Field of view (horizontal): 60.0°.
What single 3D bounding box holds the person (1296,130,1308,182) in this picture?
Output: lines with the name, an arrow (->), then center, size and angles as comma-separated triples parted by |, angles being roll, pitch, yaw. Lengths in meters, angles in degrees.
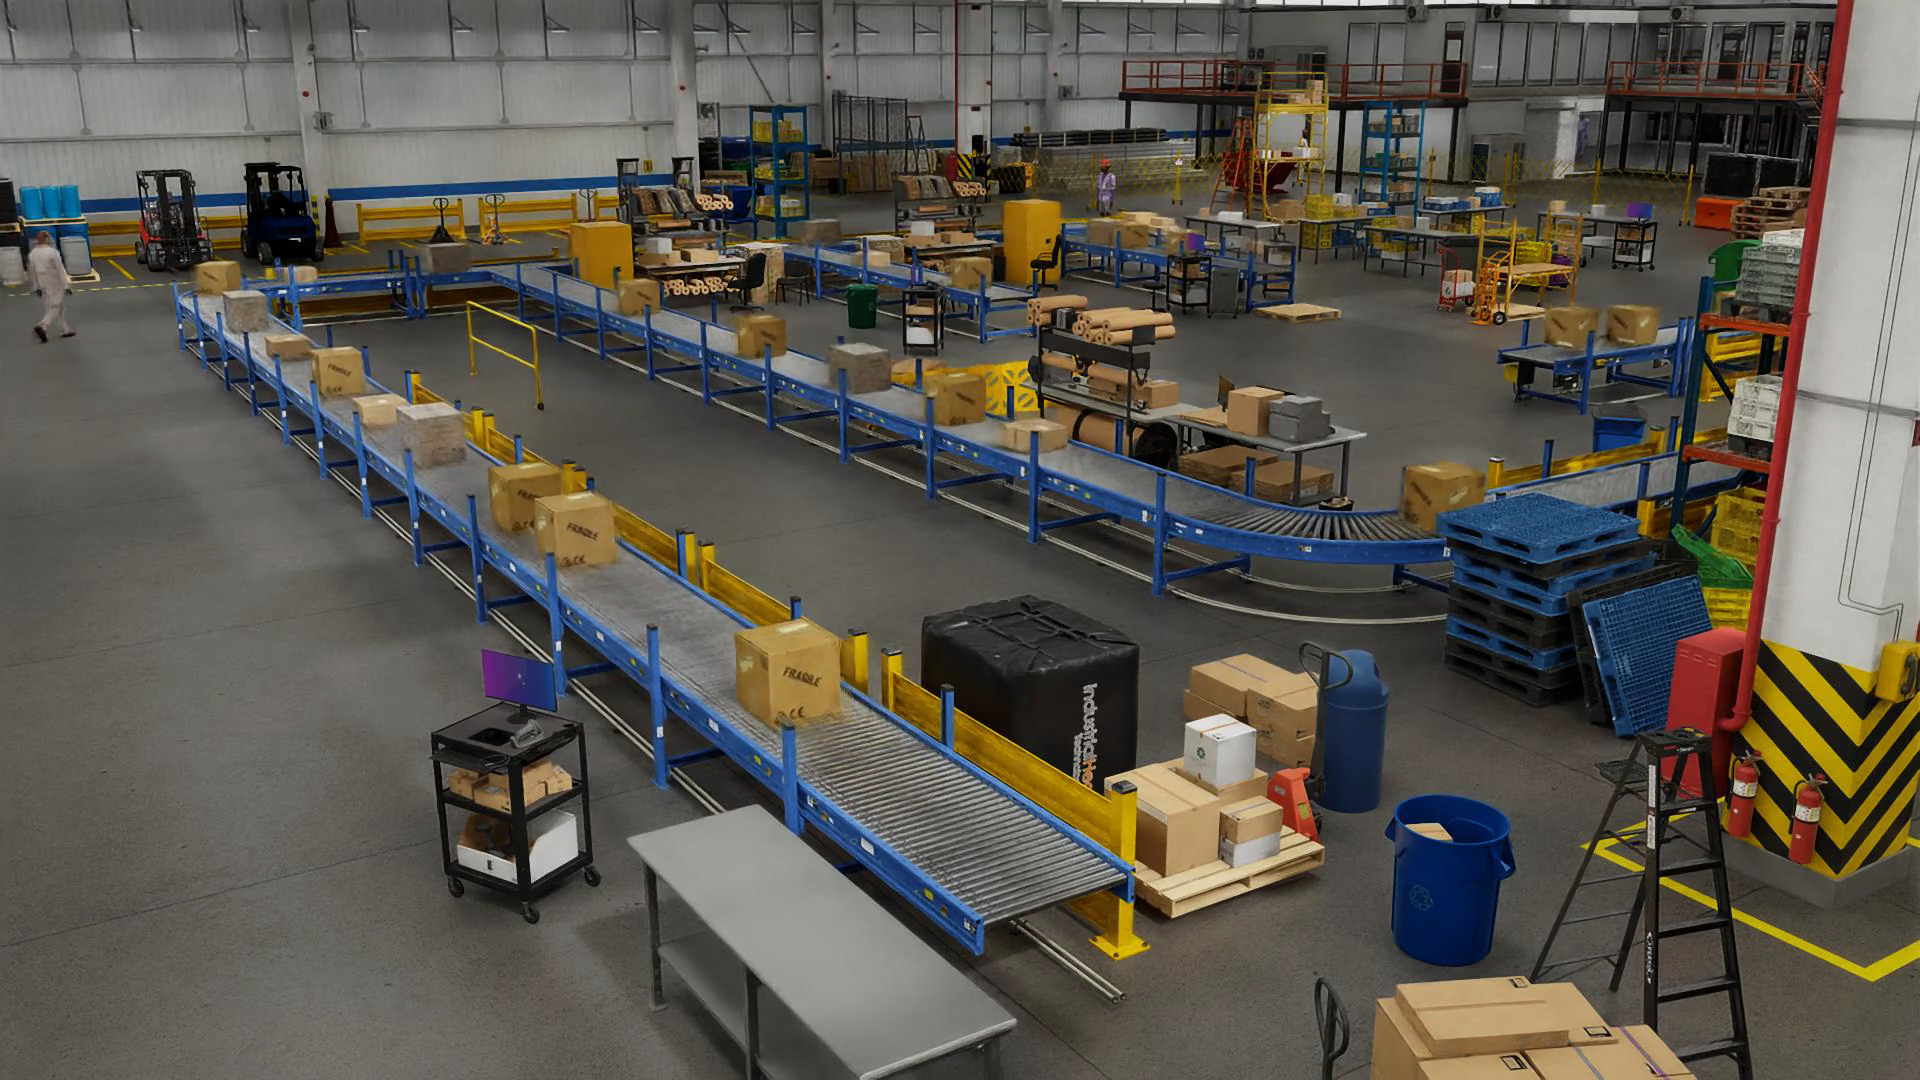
person -> 12.367, -13.844, 60.007 | 0.363, 1.879, 0.579 | 10, 20, 31

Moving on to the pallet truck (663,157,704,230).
pallet truck -> -7.586, -9.308, 44.692 | 0.823, 1.965, 1.885 | -11, 20, -33

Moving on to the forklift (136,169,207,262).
forklift -> -17.842, -7.318, 37.559 | 1.157, 1.987, 2.680 | -10, 20, -31

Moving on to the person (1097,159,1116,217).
person -> 3.726, -8.785, 42.875 | 0.379, 2.041, 0.616 | -12, 20, -34

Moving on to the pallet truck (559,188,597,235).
pallet truck -> -10.010, -8.652, 43.699 | 0.653, 1.274, 1.630 | -10, 20, -31

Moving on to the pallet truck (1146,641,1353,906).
pallet truck -> 1.664, 1.407, 10.232 | 1.630, 1.274, 0.653 | -10, 20, -31

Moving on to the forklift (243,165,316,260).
forklift -> -15.898, -7.669, 38.708 | 1.157, 1.987, 2.680 | -11, 20, -33

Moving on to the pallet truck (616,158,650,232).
pallet truck -> -8.918, -9.176, 44.255 | 0.823, 1.965, 1.885 | -9, 19, -27

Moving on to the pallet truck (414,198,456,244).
pallet truck -> -13.250, -8.060, 41.856 | 0.680, 1.201, 1.601 | -10, 20, -31

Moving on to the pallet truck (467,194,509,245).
pallet truck -> -11.983, -8.177, 42.137 | 0.704, 1.261, 1.522 | -11, 20, -33

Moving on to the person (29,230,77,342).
person -> -15.530, -4.335, 28.351 | 0.645, 1.877, 0.818 | 8, 19, 25

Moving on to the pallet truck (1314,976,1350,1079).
pallet truck -> 2.299, 2.390, 7.086 | 1.601, 1.201, 0.680 | -2, 17, -7
